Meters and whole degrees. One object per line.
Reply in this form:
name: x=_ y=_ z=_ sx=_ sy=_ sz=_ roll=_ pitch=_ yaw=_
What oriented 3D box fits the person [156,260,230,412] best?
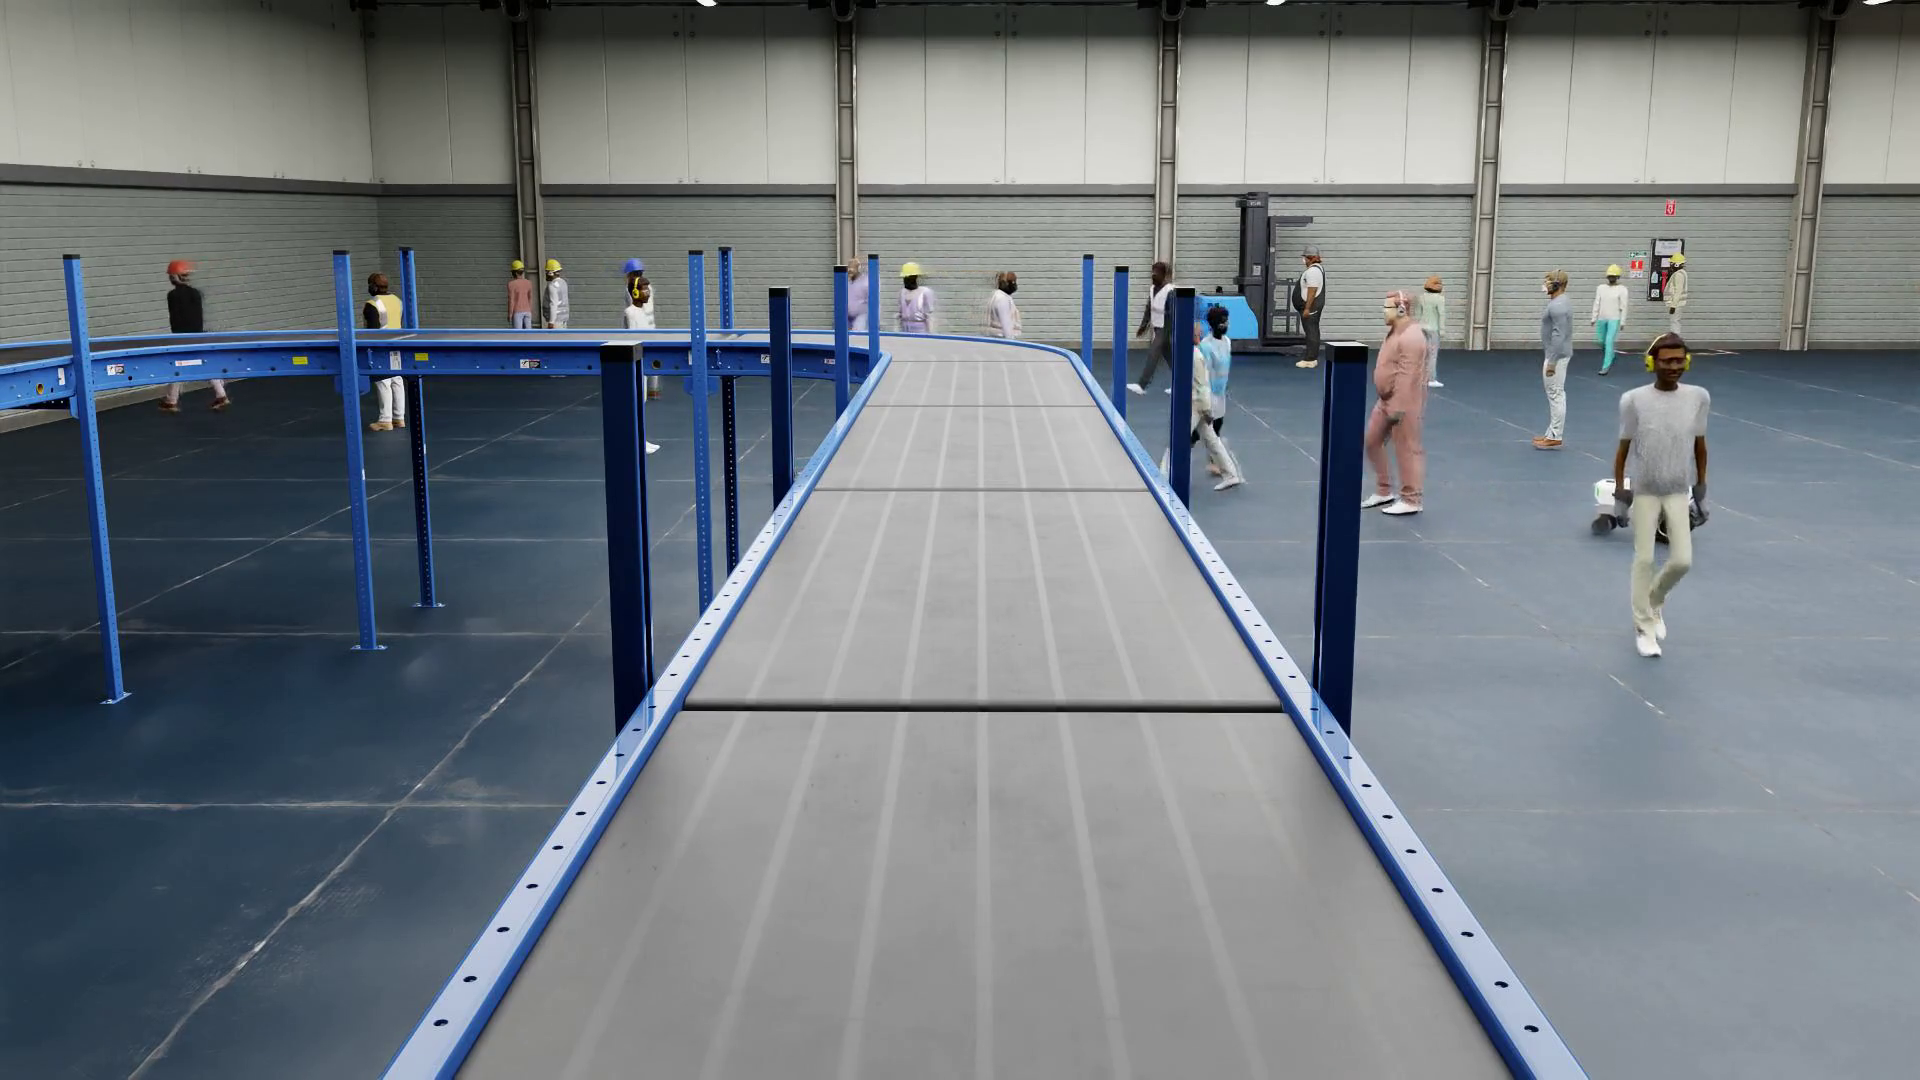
person: x=-9.962 y=-2.633 z=21.505 sx=1.027 sy=1.953 sz=0.630 roll=3 pitch=11 yaw=15

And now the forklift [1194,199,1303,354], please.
forklift: x=5.313 y=-4.851 z=30.603 sx=1.873 sy=2.768 sz=1.129 roll=0 pitch=11 yaw=1

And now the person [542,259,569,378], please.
person: x=-6.363 y=-3.486 z=26.171 sx=0.404 sy=1.835 sz=0.586 roll=1 pitch=11 yaw=5

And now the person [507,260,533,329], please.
person: x=-7.450 y=-3.841 z=28.165 sx=0.309 sy=1.772 sz=0.525 roll=7 pitch=13 yaw=32

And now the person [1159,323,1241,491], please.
person: x=2.141 y=-1.208 z=15.134 sx=0.945 sy=1.576 sz=0.538 roll=0 pitch=11 yaw=2

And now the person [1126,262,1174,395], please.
person: x=2.807 y=-2.997 z=23.595 sx=1.019 sy=1.863 sz=0.612 roll=-3 pitch=11 yaw=-16

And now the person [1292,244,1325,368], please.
person: x=5.840 y=-3.910 z=27.929 sx=0.536 sy=2.000 sz=0.672 roll=5 pitch=12 yaw=23

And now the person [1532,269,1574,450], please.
person: x=6.454 y=-1.961 z=18.065 sx=0.379 sy=1.940 sz=0.629 roll=5 pitch=12 yaw=23

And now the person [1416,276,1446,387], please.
person: x=6.996 y=-3.100 z=24.704 sx=0.282 sy=1.631 sz=0.503 roll=-7 pitch=13 yaw=-31

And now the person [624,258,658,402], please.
person: x=-4.381 y=-2.880 z=22.765 sx=0.404 sy=1.945 sz=0.614 roll=3 pitch=12 yaw=17

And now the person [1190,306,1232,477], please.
person: x=2.365 y=-1.453 z=16.193 sx=0.640 sy=1.659 sz=0.581 roll=9 pitch=14 yaw=39

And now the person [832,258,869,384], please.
person: x=-1.648 y=-3.300 z=25.141 sx=0.905 sy=1.870 sz=0.659 roll=-9 pitch=14 yaw=-39

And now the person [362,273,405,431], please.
person: x=-6.842 y=-2.232 z=19.711 sx=0.430 sy=1.845 sz=0.620 roll=3 pitch=11 yaw=16

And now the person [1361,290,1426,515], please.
person: x=3.636 y=-1.148 z=14.034 sx=0.600 sy=1.887 sz=0.648 roll=-1 pitch=11 yaw=-4

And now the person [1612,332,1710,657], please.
person: x=4.029 y=-0.264 z=9.555 sx=0.551 sy=1.858 sz=0.436 roll=1 pitch=11 yaw=6

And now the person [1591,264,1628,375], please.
person: x=10.431 y=-3.541 z=26.654 sx=0.655 sy=1.747 sz=0.534 roll=-9 pitch=14 yaw=-40

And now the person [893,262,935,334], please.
person: x=-0.676 y=-2.694 z=21.929 sx=0.611 sy=1.898 sz=0.751 roll=10 pitch=15 yaw=42

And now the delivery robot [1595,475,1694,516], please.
delivery robot: x=5.412 y=-0.337 z=13.157 sx=0.707 sy=0.478 sz=0.477 roll=7 pitch=13 yaw=31

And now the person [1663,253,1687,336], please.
person: x=13.137 y=-4.344 z=30.582 sx=0.403 sy=1.835 sz=0.588 roll=6 pitch=12 yaw=27

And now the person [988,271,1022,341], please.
person: x=0.683 y=-2.482 z=21.069 sx=0.830 sy=1.808 sz=0.646 roll=1 pitch=11 yaw=4

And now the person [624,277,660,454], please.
person: x=-3.412 y=-1.864 z=17.766 sx=0.314 sy=1.862 sz=0.536 roll=0 pitch=11 yaw=-1
